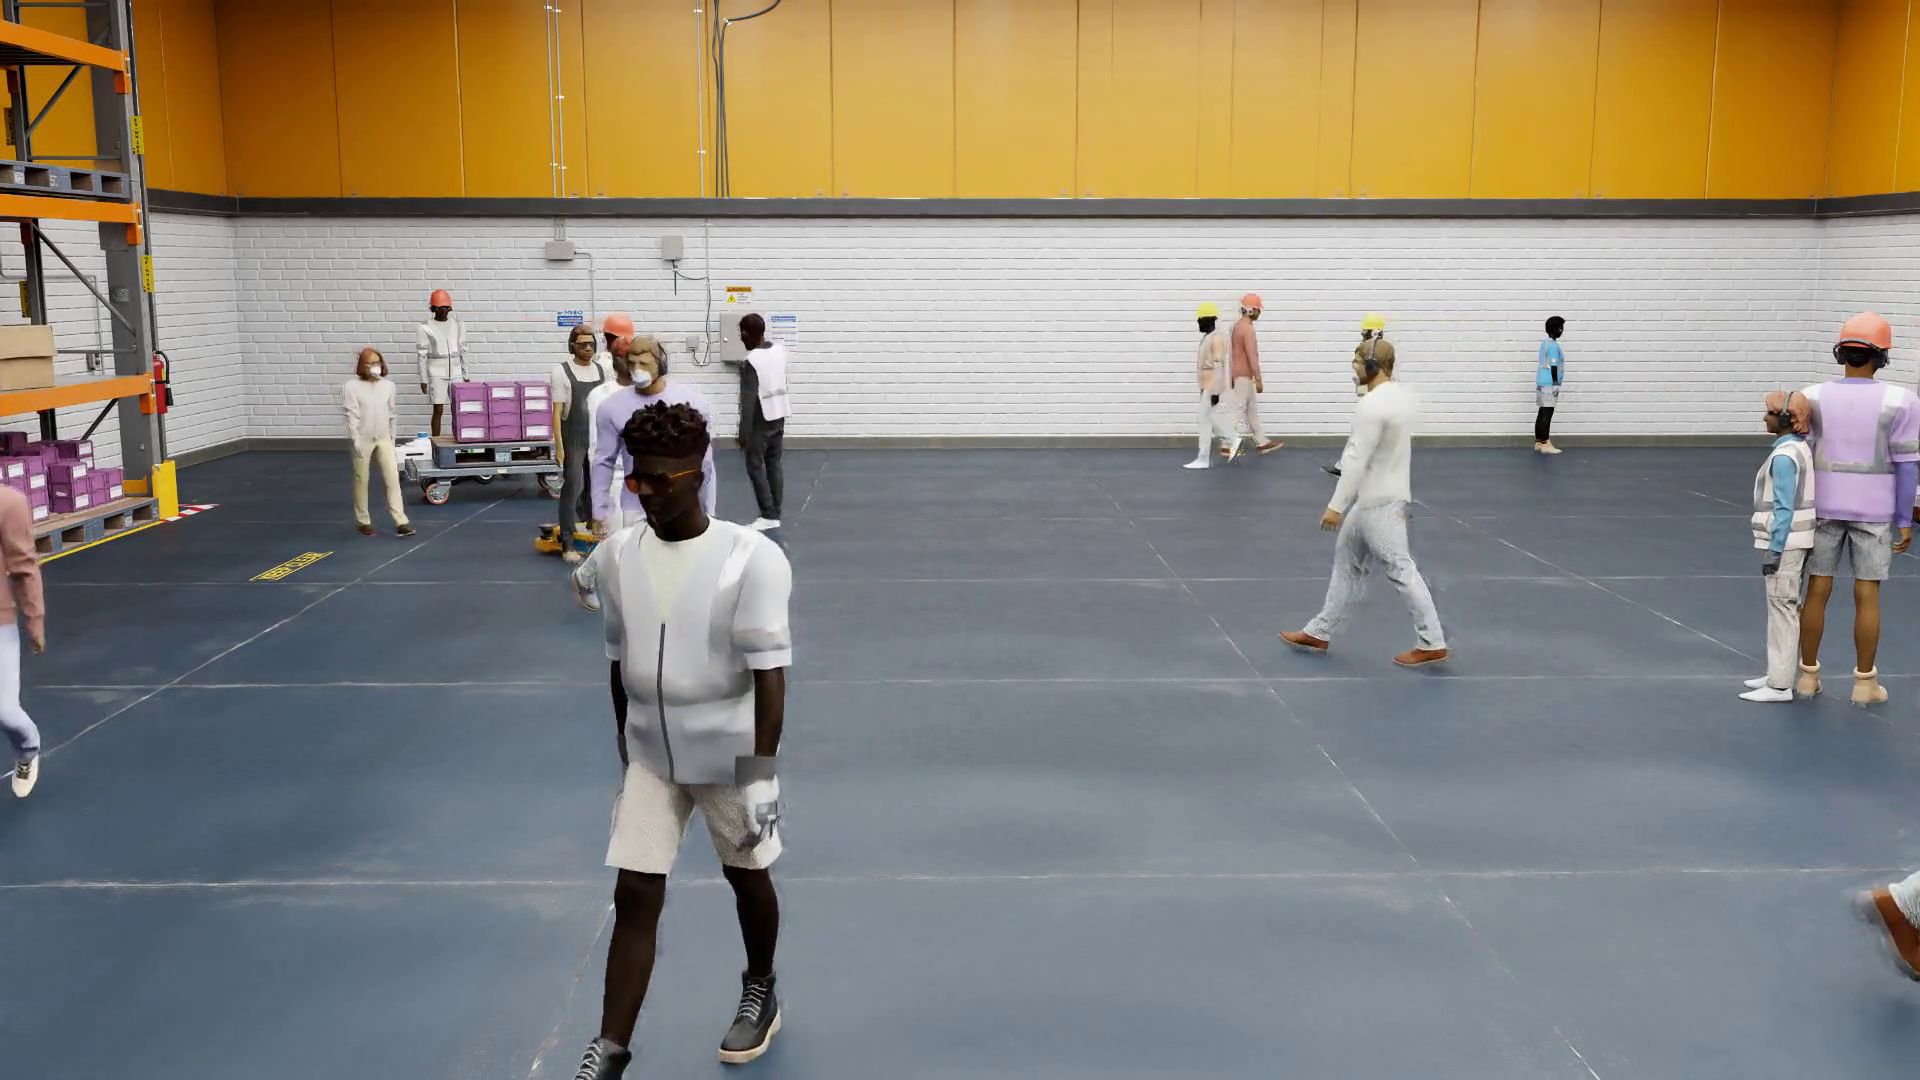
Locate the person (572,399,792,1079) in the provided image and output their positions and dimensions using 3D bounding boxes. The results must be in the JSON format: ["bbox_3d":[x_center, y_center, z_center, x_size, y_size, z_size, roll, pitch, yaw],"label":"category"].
[{"bbox_3d":[-0.745,0.588,4.464,0.633,1.910,0.992,3,10,19],"label":"person"}]

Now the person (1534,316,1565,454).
[{"bbox_3d":[7.249,-1.902,20.432,0.319,1.694,0.532,1,9,5],"label":"person"}]

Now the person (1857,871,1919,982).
[{"bbox_3d":[3.055,0.528,4.840,0.619,1.918,0.640,9,13,43],"label":"person"}]

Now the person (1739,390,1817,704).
[{"bbox_3d":[4.300,0.037,8.706,0.314,1.641,0.515,6,11,33],"label":"person"}]

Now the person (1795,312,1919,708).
[{"bbox_3d":[4.625,-0.153,8.646,0.607,2.044,0.372,7,12,39],"label":"person"}]

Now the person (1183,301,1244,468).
[{"bbox_3d":[2.893,-1.753,18.884,0.643,1.910,0.589,-1,9,-5],"label":"person"}]

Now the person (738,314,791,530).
[{"bbox_3d":[-1.674,-1.026,14.510,0.394,1.886,0.637,5,10,27],"label":"person"}]

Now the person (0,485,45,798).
[{"bbox_3d":[-3.924,0.326,6.609,0.537,1.743,0.606,-3,10,-17],"label":"person"}]

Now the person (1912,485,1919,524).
[{"bbox_3d":[8.404,-0.976,14.157,0.447,1.892,0.647,5,10,26],"label":"person"}]

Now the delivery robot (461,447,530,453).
[{"bbox_3d":[-4.965,-0.946,17.768,0.707,0.478,0.477,-8,12,-41],"label":"delivery robot"}]

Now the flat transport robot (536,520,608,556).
[{"bbox_3d":[-2.662,0.012,13.049,1.431,0.197,0.652,9,13,44],"label":"flat transport robot"}]

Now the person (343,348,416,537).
[{"bbox_3d":[-4.872,-0.794,13.928,0.503,1.599,0.800,-9,13,-44],"label":"person"}]

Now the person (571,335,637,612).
[{"bbox_3d":[-2.158,-0.378,10.608,0.740,1.863,0.577,7,12,38],"label":"person"}]

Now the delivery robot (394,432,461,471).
[{"bbox_3d":[-5.618,-0.891,17.429,0.707,0.478,0.477,-5,10,-28],"label":"delivery robot"}]

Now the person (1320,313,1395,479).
[{"bbox_3d":[4.238,-1.479,17.516,0.870,1.793,0.626,1,9,6],"label":"person"}]

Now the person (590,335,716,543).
[{"bbox_3d":[-1.697,-0.142,8.999,0.666,1.901,0.906,1,9,8],"label":"person"}]

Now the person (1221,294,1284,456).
[{"bbox_3d":[3.549,-1.978,20.063,0.828,1.960,0.654,0,9,-2],"label":"person"}]

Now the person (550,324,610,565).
[{"bbox_3d":[-2.905,-0.740,12.845,0.327,1.843,0.516,9,13,44],"label":"person"}]

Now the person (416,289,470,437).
[{"bbox_3d":[-6.111,-1.954,19.740,0.614,2.030,0.405,-8,12,-40],"label":"person"}]

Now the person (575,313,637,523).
[{"bbox_3d":[-2.996,-0.962,14.043,0.613,1.907,0.560,0,9,-3],"label":"person"}]

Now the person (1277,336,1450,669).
[{"bbox_3d":[2.363,-0.212,9.505,1.017,1.892,0.645,4,10,23],"label":"person"}]
